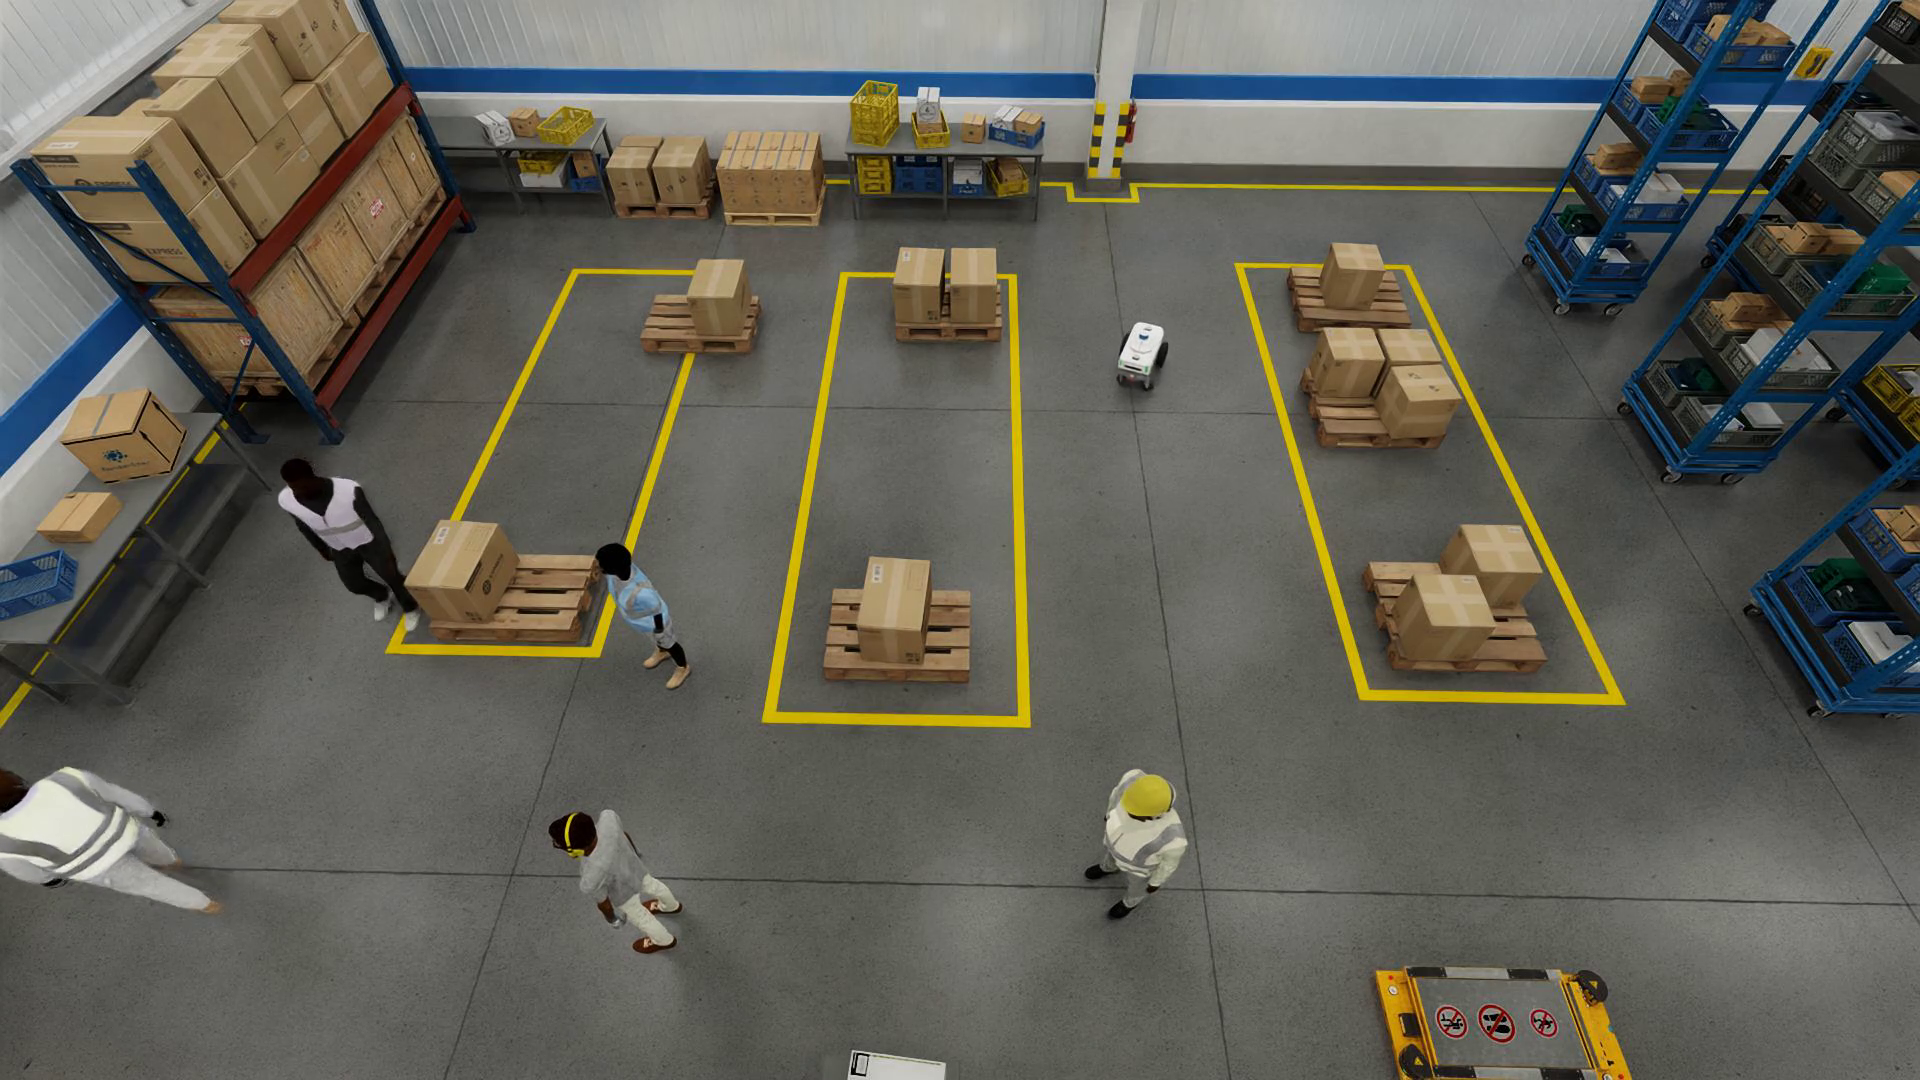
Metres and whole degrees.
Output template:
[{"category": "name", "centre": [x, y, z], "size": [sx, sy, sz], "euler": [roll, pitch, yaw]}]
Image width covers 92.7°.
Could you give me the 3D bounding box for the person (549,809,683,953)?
[{"category": "person", "centre": [-2.112, 2.130, 5.718], "size": [0.328, 1.861, 0.504], "euler": [3, 51, 3]}]

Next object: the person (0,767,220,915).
[{"category": "person", "centre": [-5.625, 1.941, 5.901], "size": [0.868, 1.799, 0.646], "euler": [12, 52, 9]}]

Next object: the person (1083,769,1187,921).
[{"category": "person", "centre": [1.108, 1.955, 5.874], "size": [0.404, 1.829, 0.600], "euler": [-22, 54, -17]}]

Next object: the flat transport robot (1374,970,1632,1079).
[{"category": "flat transport robot", "centre": [3.501, 3.133, 5.914], "size": [1.431, 0.197, 0.652], "euler": [1, 51, 1]}]

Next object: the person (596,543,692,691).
[{"category": "person", "centre": [-2.433, 0.578, 7.081], "size": [0.536, 1.699, 0.321], "euler": [37, 60, 26]}]

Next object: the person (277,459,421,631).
[{"category": "person", "centre": [-4.888, 0.033, 7.395], "size": [0.603, 1.904, 0.470], "euler": [-12, 52, -10]}]

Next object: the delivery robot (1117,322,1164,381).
[{"category": "delivery robot", "centre": [1.955, -2.044, 9.894], "size": [0.477, 0.478, 0.707], "euler": [18, 53, 14]}]
